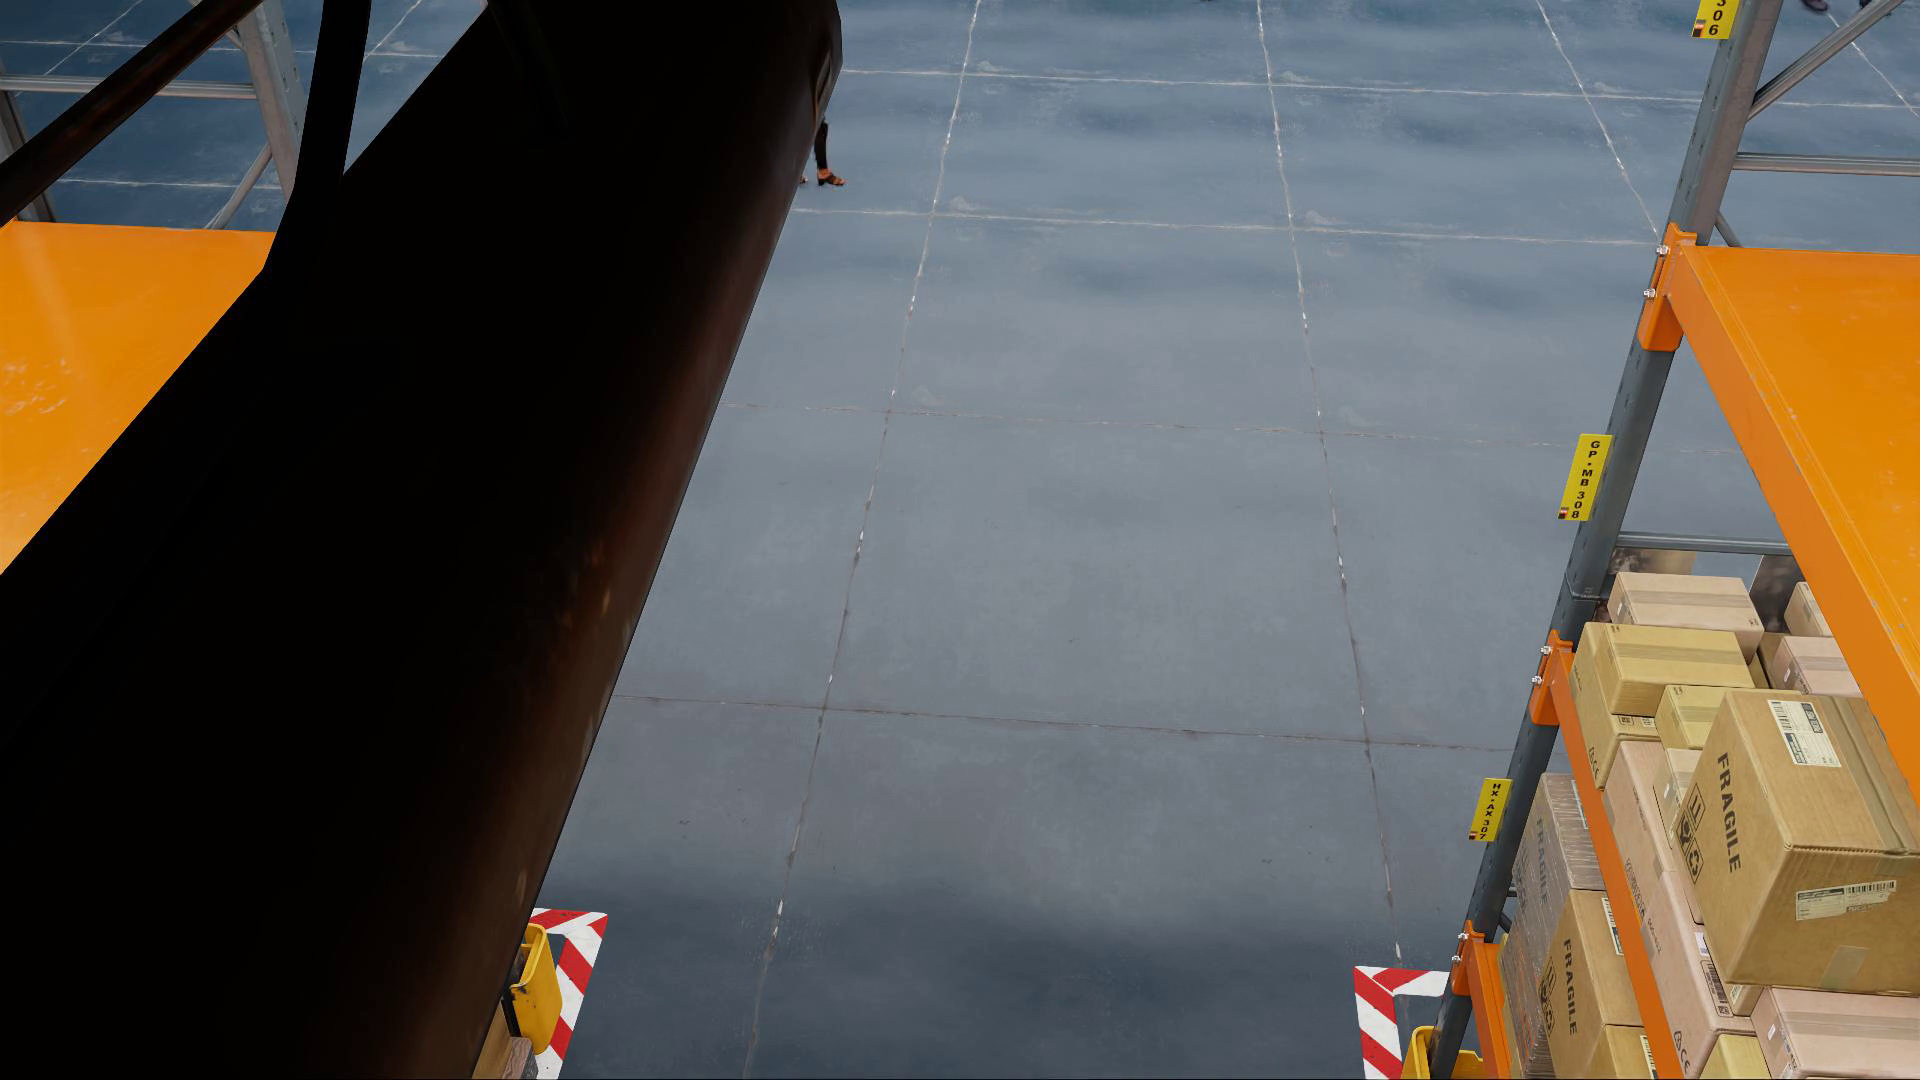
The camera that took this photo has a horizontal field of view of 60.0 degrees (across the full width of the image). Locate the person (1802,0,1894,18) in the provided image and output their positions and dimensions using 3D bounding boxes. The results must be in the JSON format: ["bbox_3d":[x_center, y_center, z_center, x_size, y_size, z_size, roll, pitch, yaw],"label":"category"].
[{"bbox_3d":[9.148,-6.301,17.103,1.141,1.784,1.316,-19,42,-22],"label":"person"}]
